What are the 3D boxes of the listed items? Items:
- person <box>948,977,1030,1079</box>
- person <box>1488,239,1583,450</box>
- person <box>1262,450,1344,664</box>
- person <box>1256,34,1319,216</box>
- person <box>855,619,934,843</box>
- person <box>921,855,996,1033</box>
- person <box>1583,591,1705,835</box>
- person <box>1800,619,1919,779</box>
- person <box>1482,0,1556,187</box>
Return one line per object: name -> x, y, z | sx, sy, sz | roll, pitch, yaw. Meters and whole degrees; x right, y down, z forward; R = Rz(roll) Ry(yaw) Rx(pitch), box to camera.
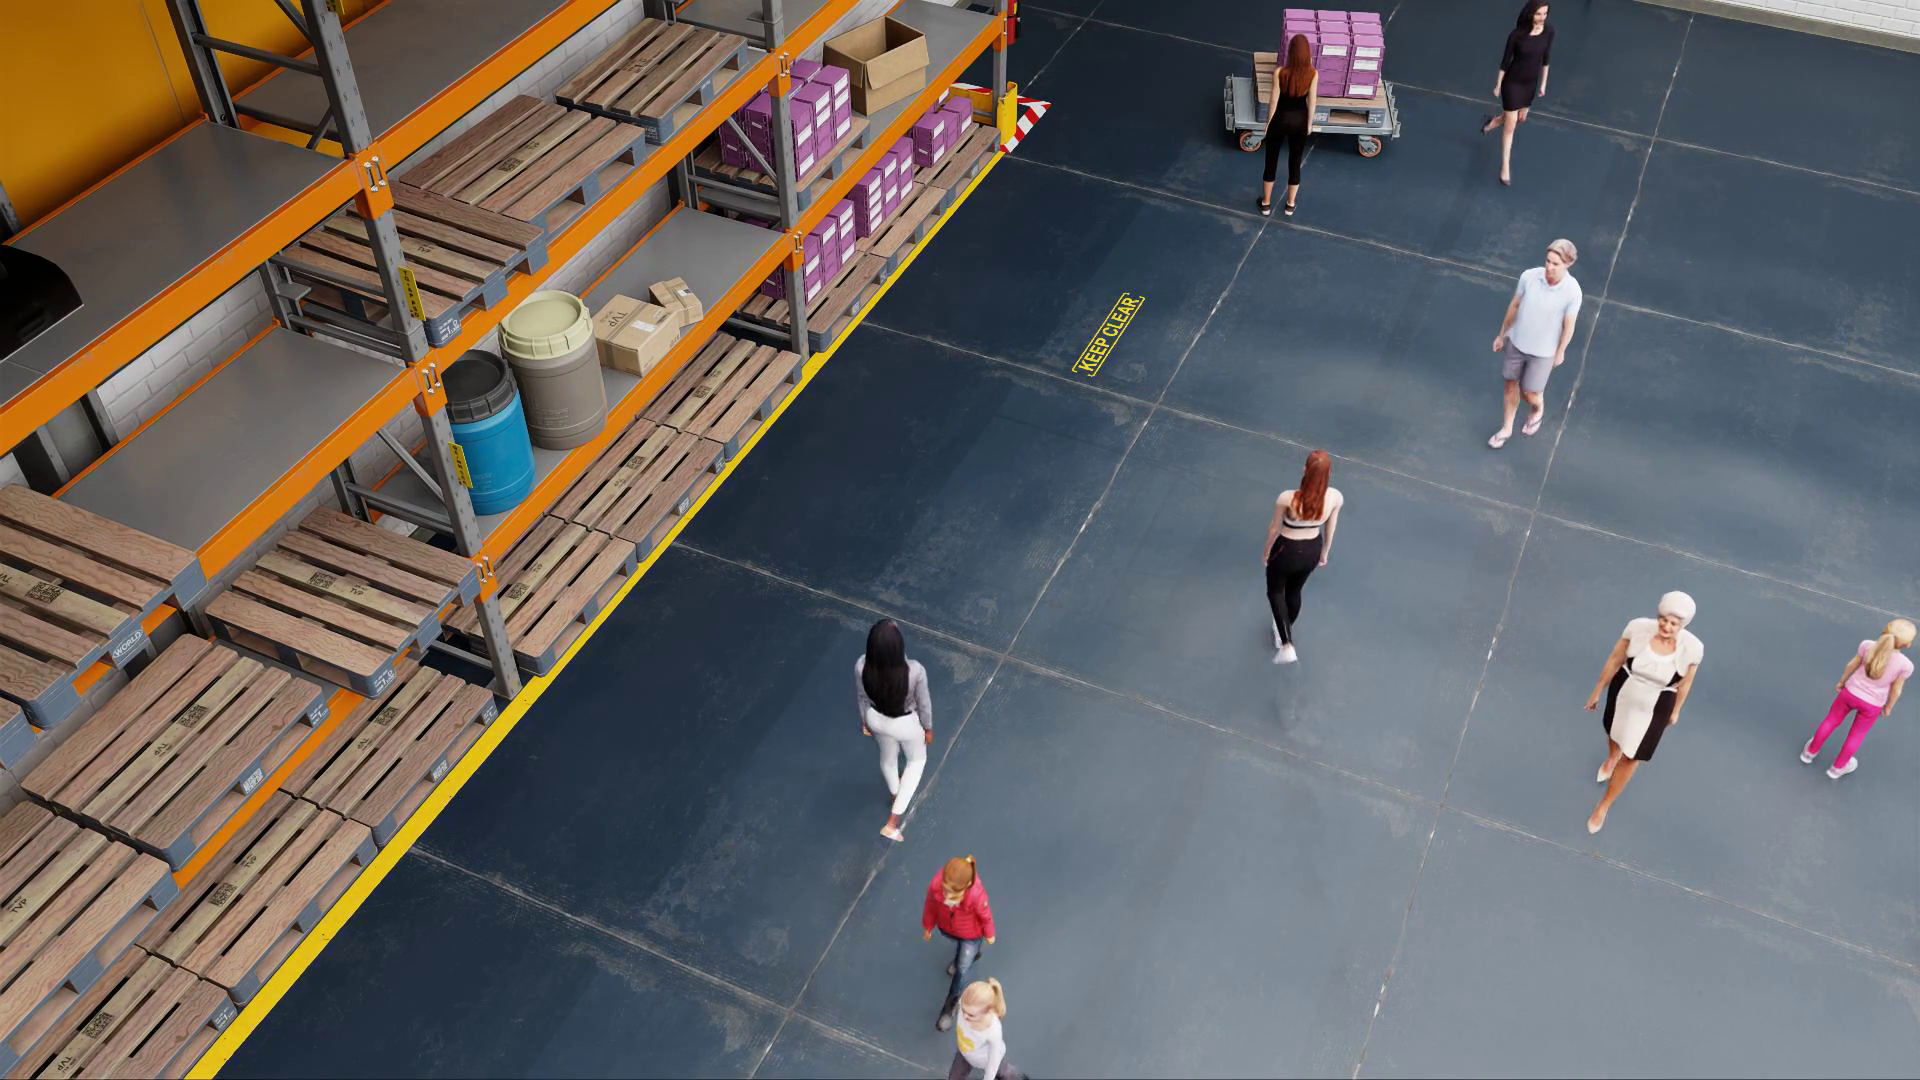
person -> 0.170, 2.608, 8.569 | 0.978, 1.240, 0.744 | -30, 51, -28
person -> 4.334, -1.489, 12.450 | 0.779, 1.820, 0.838 | 34, 53, 30
person -> 2.193, 0.166, 10.777 | 0.821, 1.730, 0.958 | -2, 44, -2
person -> 2.926, -3.698, 14.838 | 0.624, 1.724, 0.612 | 3, 44, 4
person -> -0.401, 1.140, 9.769 | 0.673, 1.712, 0.932 | 12, 45, 12
person -> 0.042, 2.070, 9.100 | 0.567, 1.288, 0.812 | 23, 48, 22
person -> 4.117, 0.911, 9.998 | 0.784, 1.726, 1.038 | 28, 50, 26
person -> 5.582, 0.965, 10.274 | 0.558, 1.267, 0.546 | -33, 53, -30
person -> 5.120, -4.201, 15.330 | 0.991, 1.773, 1.120 | -8, 44, -8
